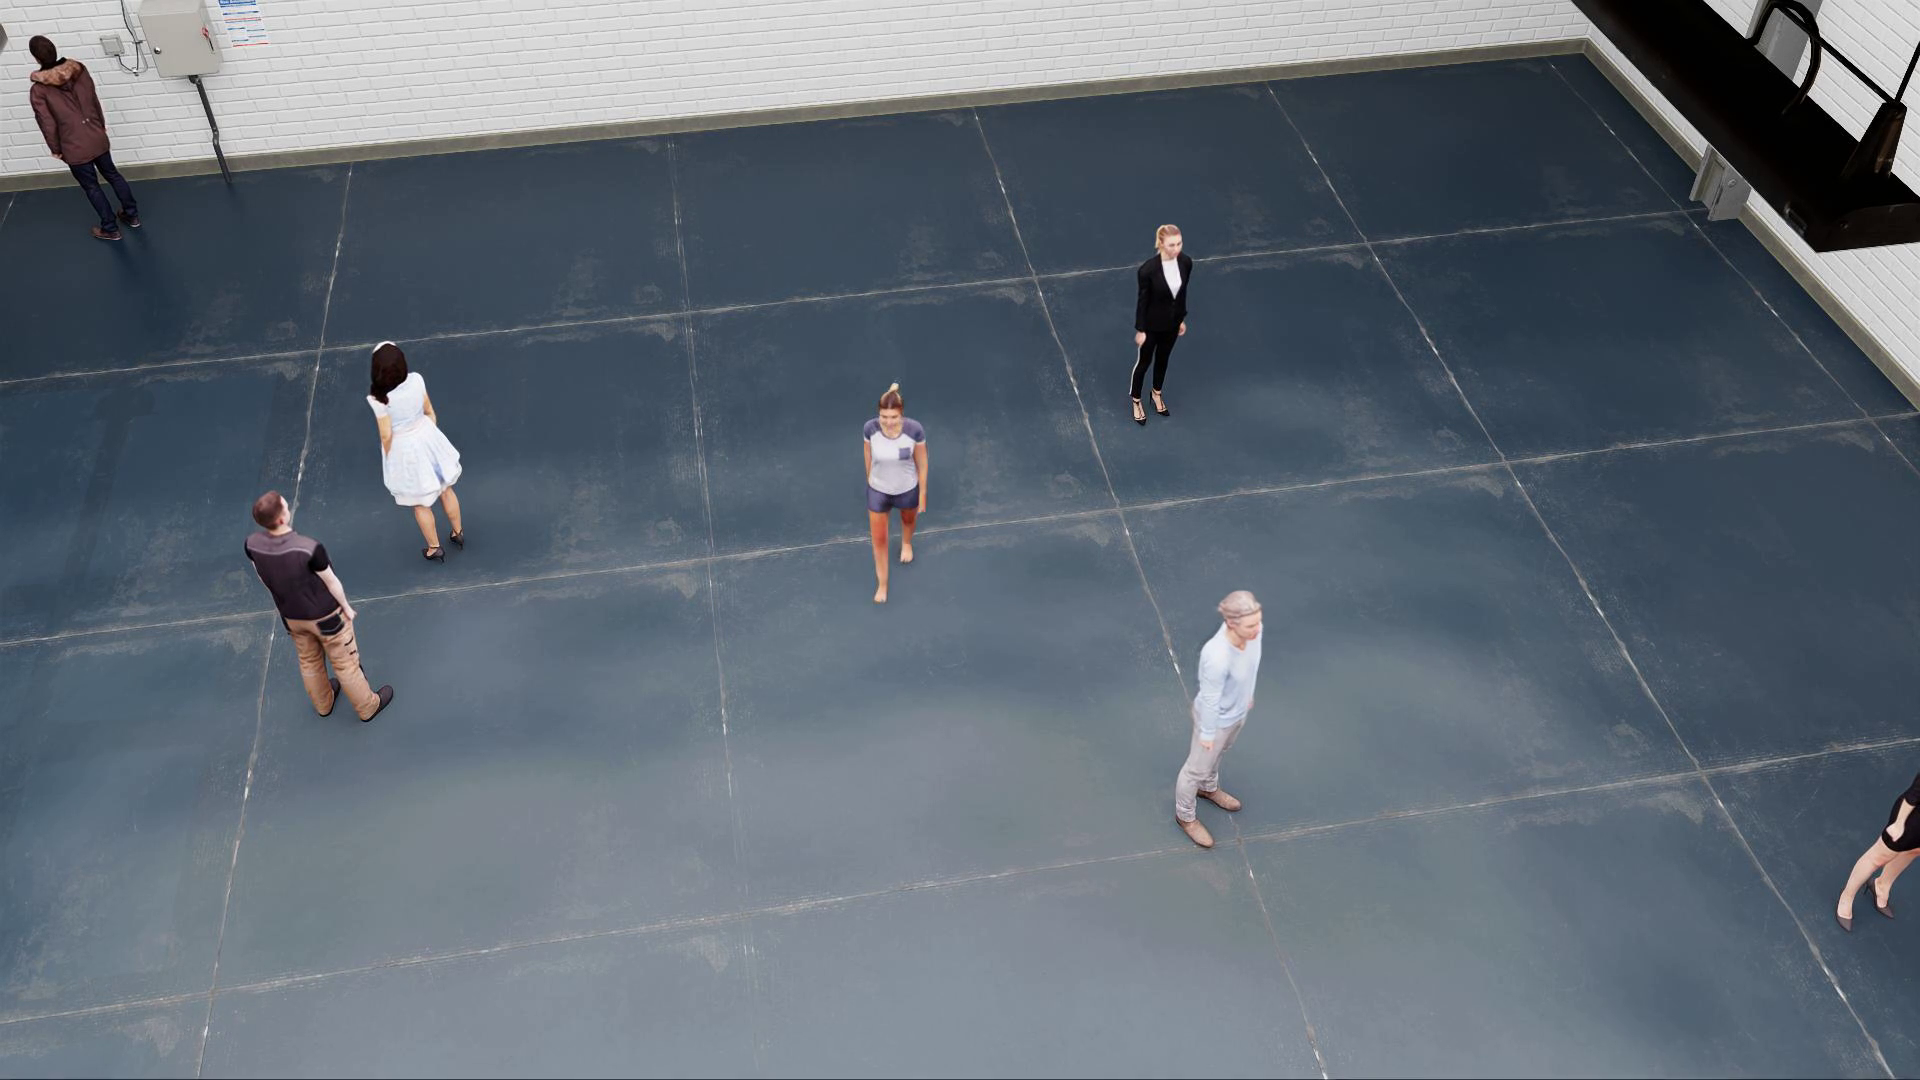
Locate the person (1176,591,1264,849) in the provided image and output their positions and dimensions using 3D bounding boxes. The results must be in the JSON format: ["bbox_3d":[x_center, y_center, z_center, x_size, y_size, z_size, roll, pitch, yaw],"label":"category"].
[{"bbox_3d":[1.500,0.980,9.535,0.785,1.892,0.743,29,51,27],"label":"person"}]

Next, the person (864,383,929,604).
[{"bbox_3d":[-0.428,-0.412,11.219,0.708,1.585,0.982,1,44,1],"label":"person"}]

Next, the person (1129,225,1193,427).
[{"bbox_3d":[1.485,-1.615,12.394,0.667,1.706,0.628,-18,46,-18],"label":"person"}]

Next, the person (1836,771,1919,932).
[{"bbox_3d":[5.251,1.501,9.050,0.606,1.807,0.505,-10,45,-10],"label":"person"}]

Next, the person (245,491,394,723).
[{"bbox_3d":[-3.975,0.415,10.164,0.759,1.842,0.726,8,44,8],"label":"person"}]

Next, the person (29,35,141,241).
[{"bbox_3d":[-7.497,-3.427,14.194,0.925,1.847,0.839,20,47,20],"label":"person"}]

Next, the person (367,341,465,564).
[{"bbox_3d":[-3.668,-0.581,11.228,0.906,1.818,0.854,34,53,30],"label":"person"}]
